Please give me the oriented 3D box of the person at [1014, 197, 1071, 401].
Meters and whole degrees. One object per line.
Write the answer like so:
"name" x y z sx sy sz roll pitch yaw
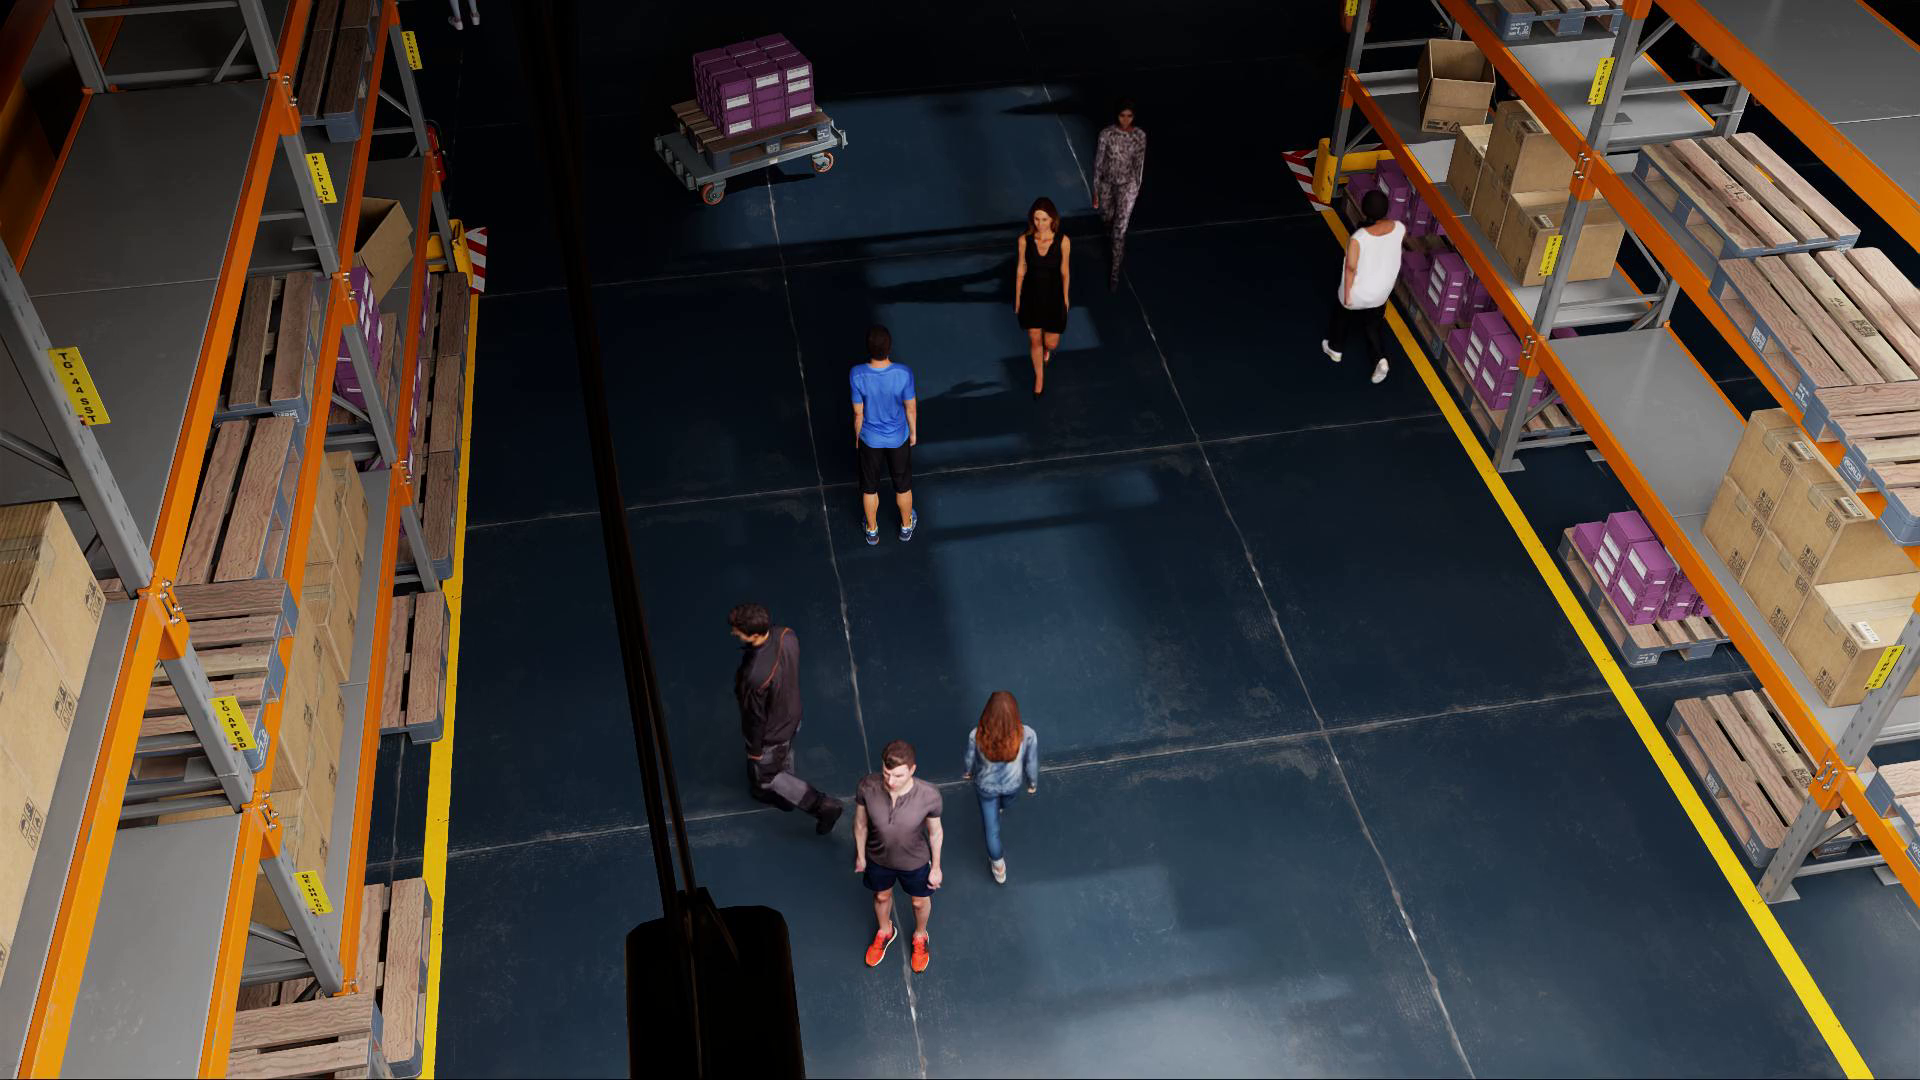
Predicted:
"person" 0.656 -1.909 13.019 0.697 1.822 0.812 5 44 5

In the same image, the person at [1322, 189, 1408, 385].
"person" 3.257 -2.003 13.235 0.699 1.660 0.996 -11 45 -11

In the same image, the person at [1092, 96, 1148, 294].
"person" 1.346 -3.060 14.335 0.849 1.674 1.209 8 44 8

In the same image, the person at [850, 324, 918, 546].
"person" -0.537 -0.728 11.745 0.623 1.870 0.581 -3 44 -3

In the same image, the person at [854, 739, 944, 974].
"person" -0.332 1.731 9.176 0.720 1.853 0.680 8 44 8

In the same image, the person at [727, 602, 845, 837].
"person" -1.028 1.076 9.813 1.022 1.922 1.028 13 45 14

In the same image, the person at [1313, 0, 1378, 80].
"person" 3.917 -5.370 16.735 0.872 1.707 0.909 -16 46 -16

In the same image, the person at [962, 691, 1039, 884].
"person" 0.235 1.468 9.745 0.637 1.449 0.948 -4 44 -4
